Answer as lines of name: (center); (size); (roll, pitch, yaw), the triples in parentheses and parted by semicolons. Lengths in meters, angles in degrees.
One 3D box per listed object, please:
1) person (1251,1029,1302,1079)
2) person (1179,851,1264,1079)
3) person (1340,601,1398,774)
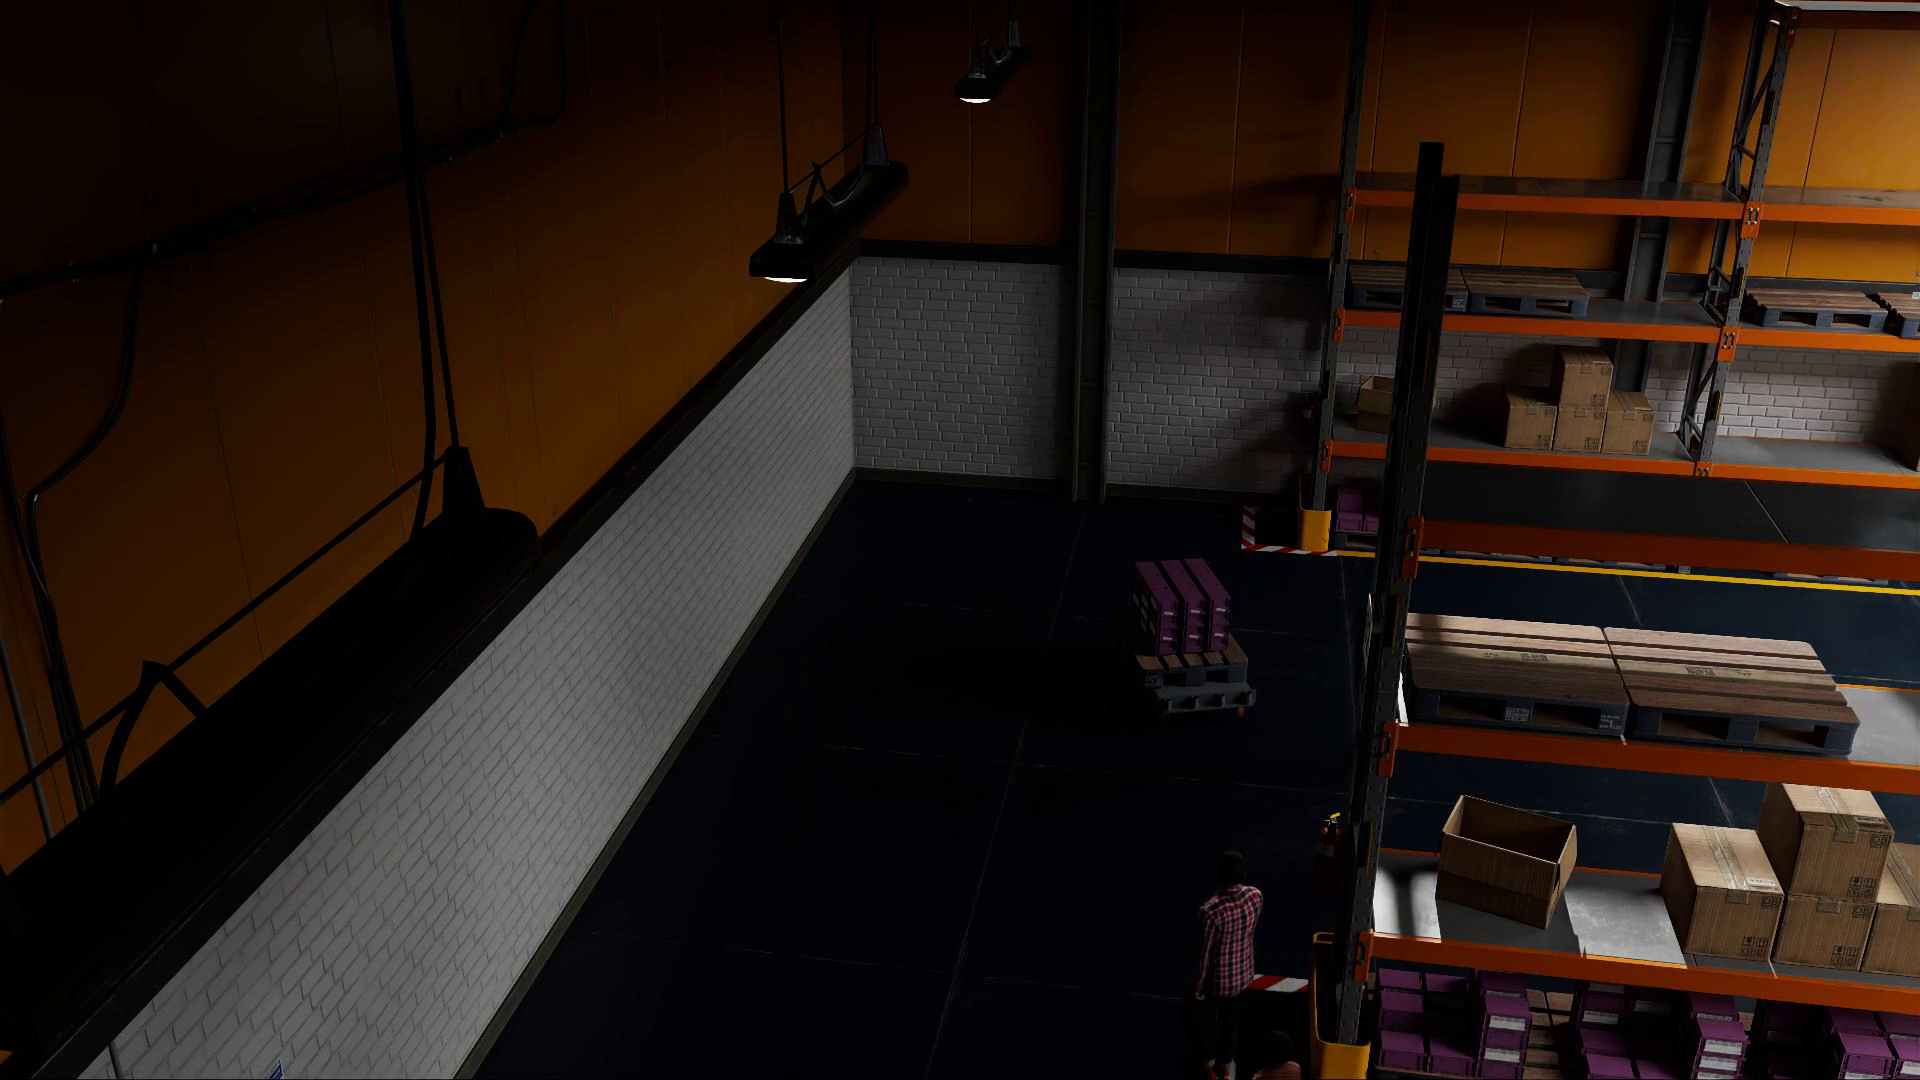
person: (1.846, 3.436, 9.789); (0.571, 1.247, 0.647); (-12, 27, -26)
person: (1.724, 2.782, 10.654); (0.784, 1.752, 0.868); (-12, 26, -26)
person: (3.463, 1.246, 14.087); (0.949, 1.817, 0.887); (-15, 28, -30)
